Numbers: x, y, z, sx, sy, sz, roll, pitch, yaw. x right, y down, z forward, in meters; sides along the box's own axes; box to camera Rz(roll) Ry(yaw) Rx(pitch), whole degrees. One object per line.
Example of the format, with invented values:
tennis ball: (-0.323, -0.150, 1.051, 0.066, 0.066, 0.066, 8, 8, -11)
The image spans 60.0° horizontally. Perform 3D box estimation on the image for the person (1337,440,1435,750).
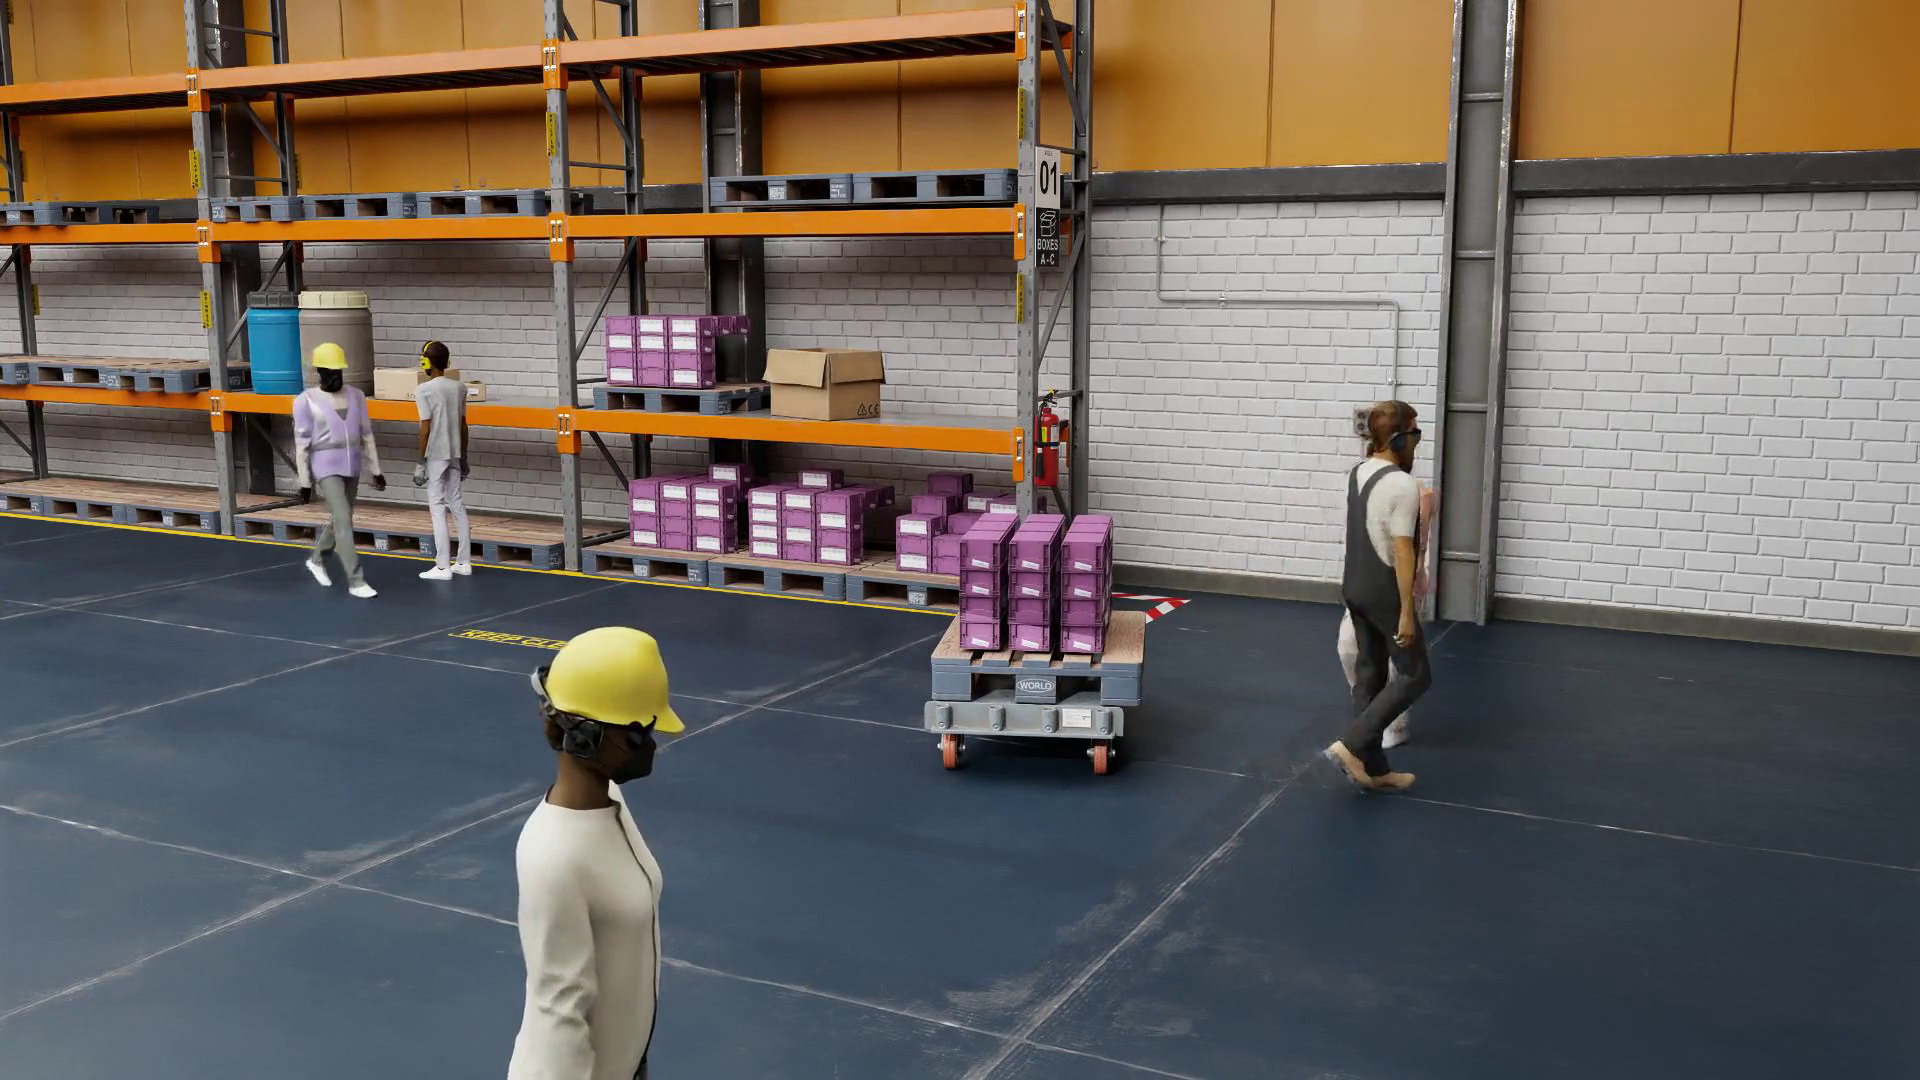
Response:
person: (2.123, 0.264, 8.321, 0.402, 1.619, 0.510, -7, 12, -37)

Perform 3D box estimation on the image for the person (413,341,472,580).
person: (-4.063, -0.621, 13.014, 0.313, 1.866, 0.539, 5, 11, 29)

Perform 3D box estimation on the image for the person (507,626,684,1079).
person: (-0.676, 1.031, 3.158, 0.331, 1.760, 0.523, 0, 9, -2)

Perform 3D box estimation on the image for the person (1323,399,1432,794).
person: (1.912, 0.281, 7.552, 0.443, 1.833, 0.538, -3, 10, -20)

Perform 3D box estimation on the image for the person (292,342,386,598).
person: (-4.689, -0.538, 12.444, 0.931, 1.892, 0.607, 6, 11, 31)
